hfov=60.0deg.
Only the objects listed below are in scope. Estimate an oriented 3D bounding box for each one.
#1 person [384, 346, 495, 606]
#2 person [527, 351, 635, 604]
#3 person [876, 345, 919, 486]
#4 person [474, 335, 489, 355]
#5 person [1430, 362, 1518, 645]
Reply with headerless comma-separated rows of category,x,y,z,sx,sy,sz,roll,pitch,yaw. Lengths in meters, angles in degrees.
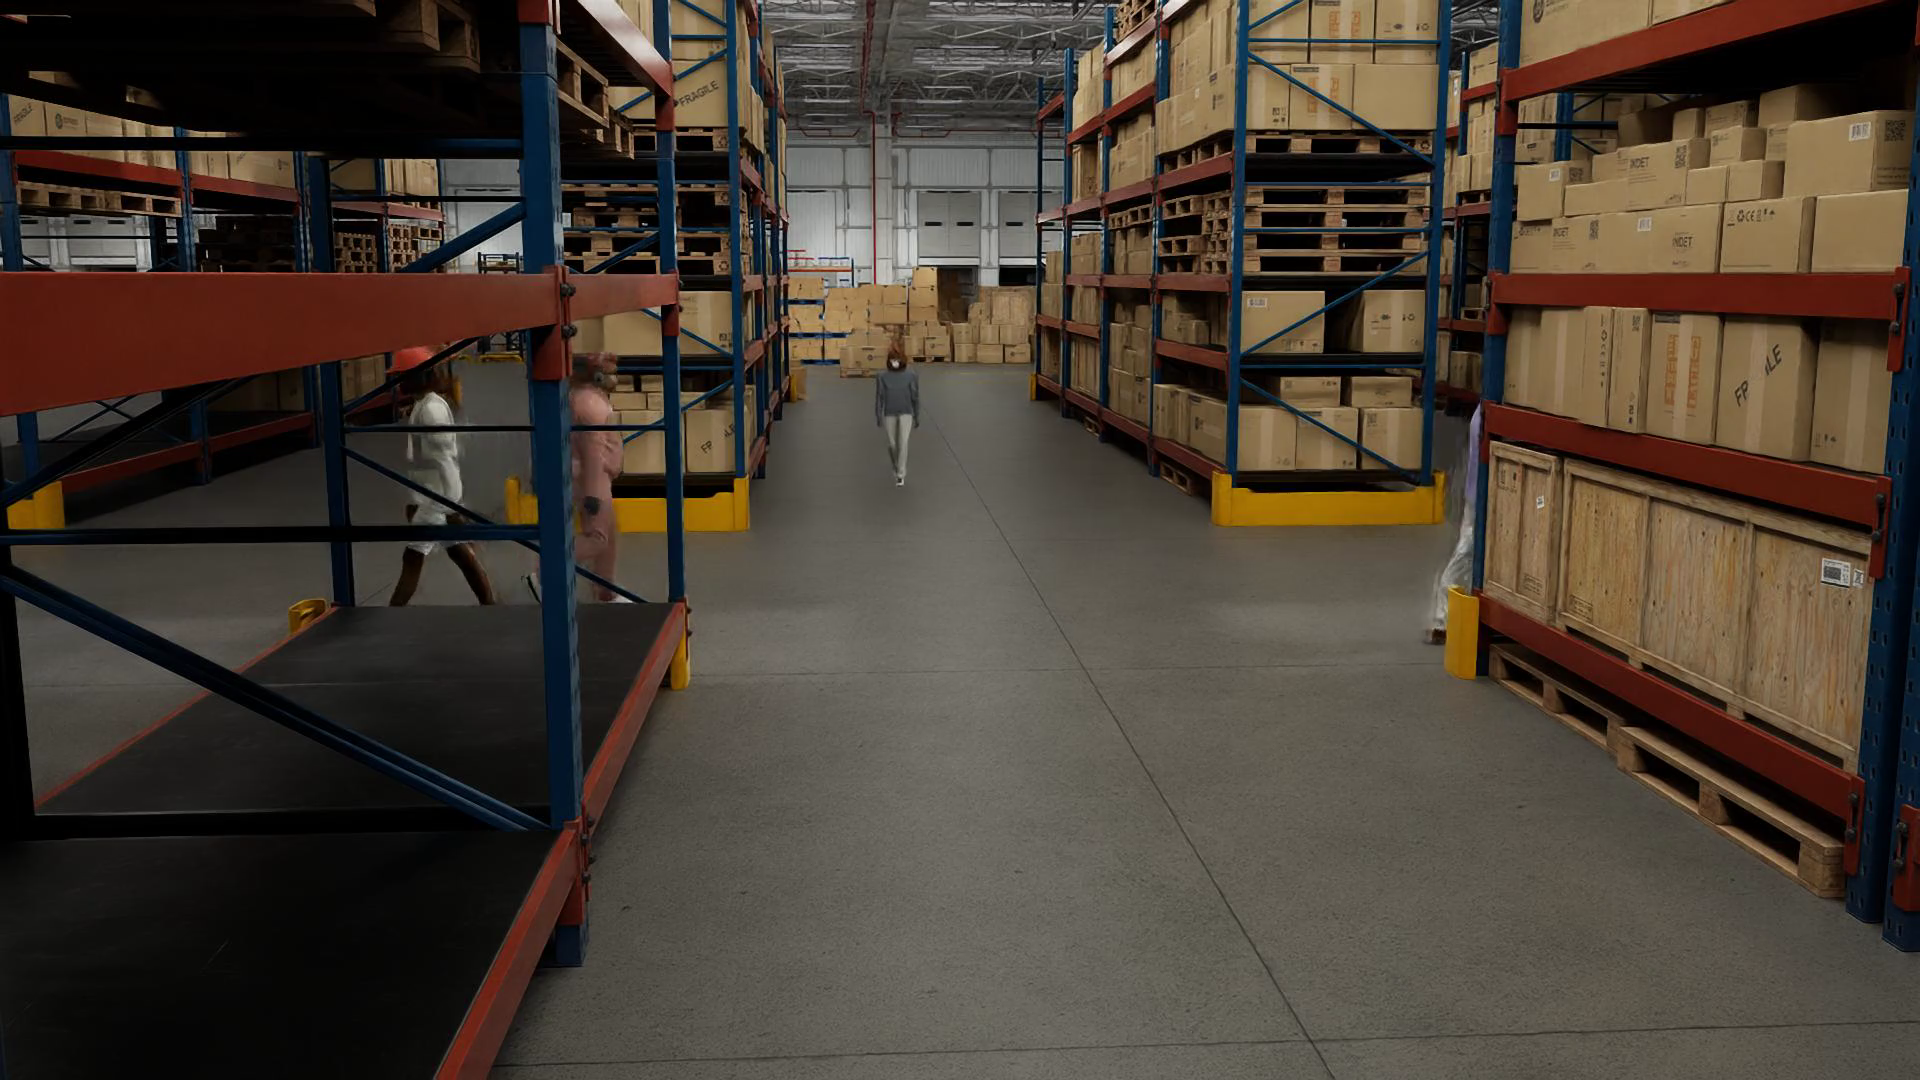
person,-3.460,-0.279,10.688,1.082,1.977,0.637,-3,10,-21
person,-2.679,-0.396,11.765,0.728,1.878,0.678,-3,9,-17
person,-0.709,-1.439,19.128,0.500,1.611,0.558,1,9,7
person,-14.400,-6.476,50.031,0.513,1.845,0.336,2,9,12
person,3.534,-0.239,10.711,1.007,1.882,0.654,-1,9,-5
